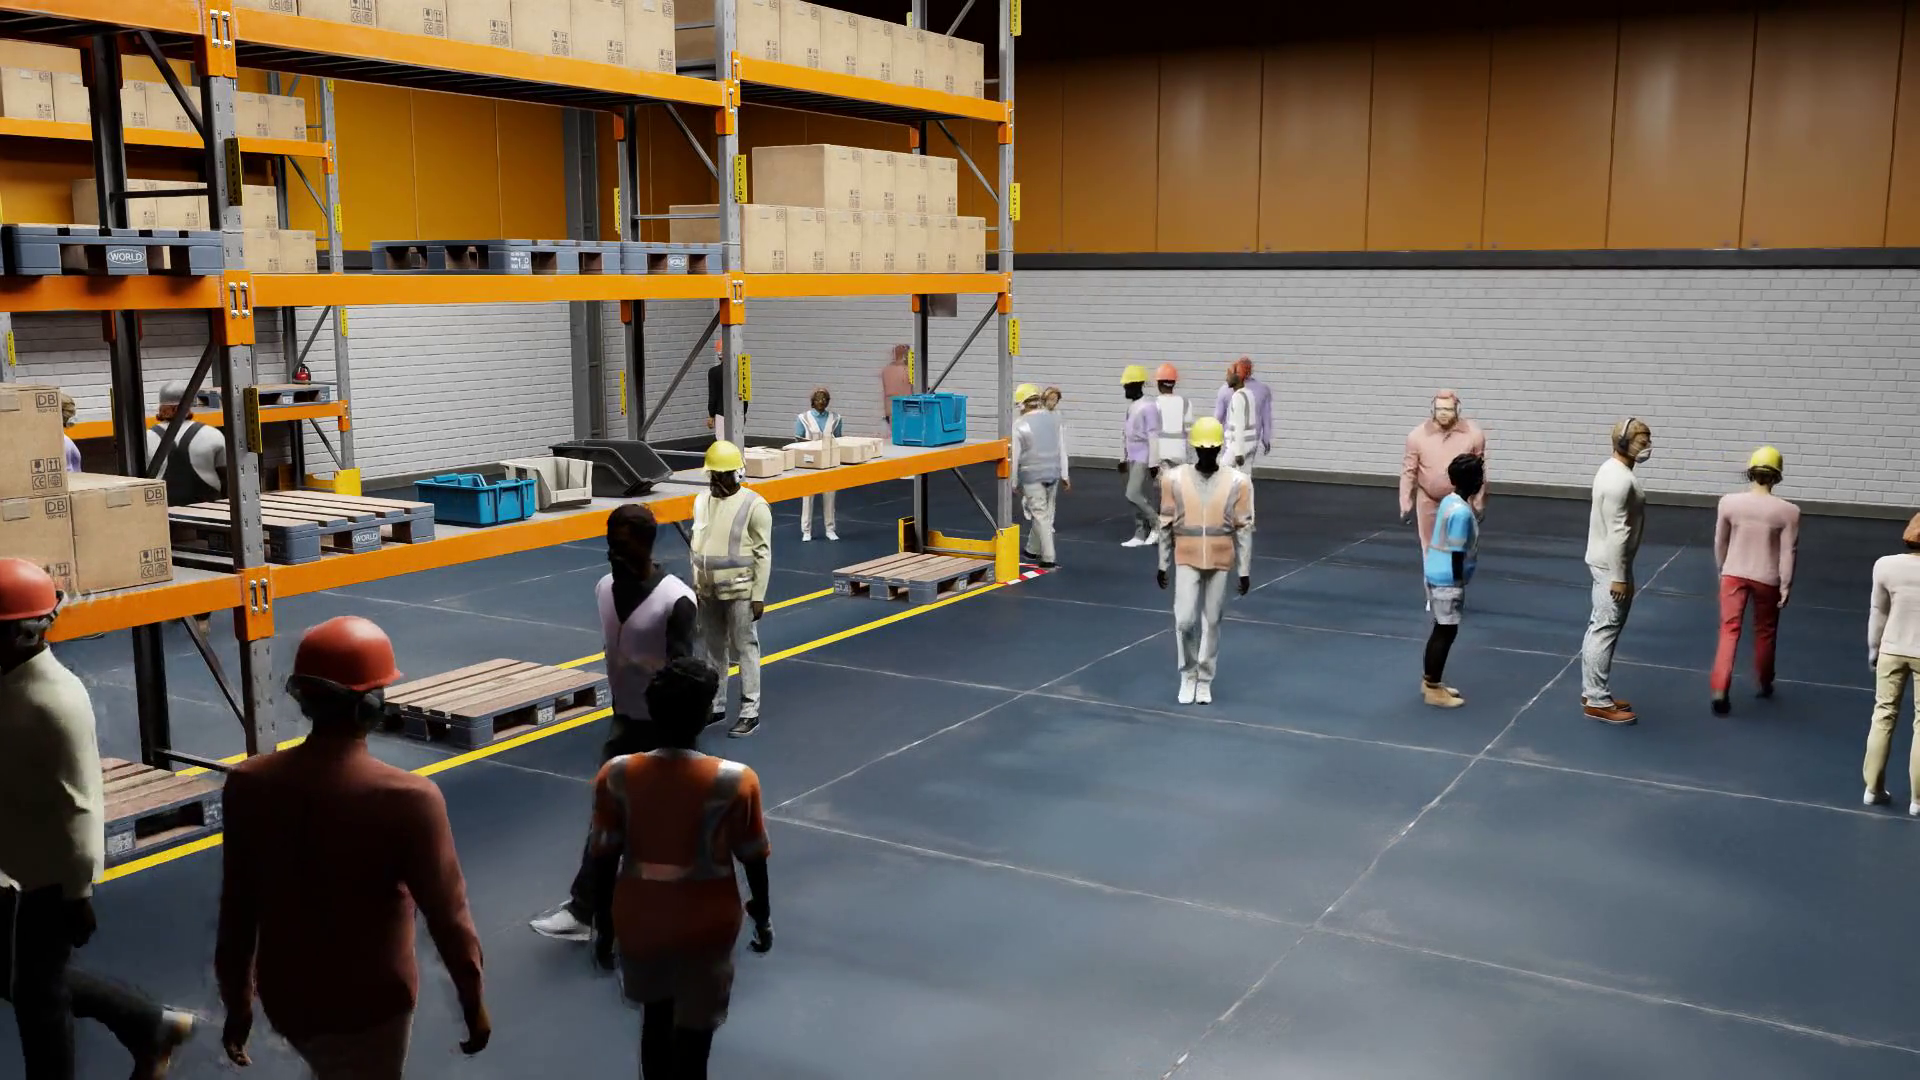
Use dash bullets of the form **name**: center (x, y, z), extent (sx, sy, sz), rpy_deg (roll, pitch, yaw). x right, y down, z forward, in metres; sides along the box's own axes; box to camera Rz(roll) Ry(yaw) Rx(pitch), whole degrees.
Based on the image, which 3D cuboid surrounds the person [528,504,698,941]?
- **person**: center (-1.384, 0.778, 7.096), extent (0.619, 1.863, 0.987), rpy_deg (7, 12, 37)

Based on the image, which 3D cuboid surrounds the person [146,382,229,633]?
- **person**: center (-6.178, -0.298, 13.280), extent (0.686, 2.000, 1.038), rpy_deg (-3, 10, -20)

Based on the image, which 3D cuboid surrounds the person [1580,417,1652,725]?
- **person**: center (4.166, 0.187, 10.577), extent (0.362, 1.936, 0.631), rpy_deg (3, 10, 19)

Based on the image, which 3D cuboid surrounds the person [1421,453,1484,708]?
- **person**: center (3.226, 0.264, 10.903), extent (0.346, 1.679, 0.536), rpy_deg (1, 9, 8)

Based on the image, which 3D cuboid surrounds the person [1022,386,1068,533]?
- **person**: center (0.910, -0.910, 18.417), extent (0.527, 1.610, 0.622), rpy_deg (-3, 9, -16)

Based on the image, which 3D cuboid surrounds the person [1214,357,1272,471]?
- **person**: center (3.252, -1.200, 19.456), extent (0.673, 1.855, 0.960), rpy_deg (-2, 9, -11)

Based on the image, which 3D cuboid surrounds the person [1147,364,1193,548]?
- **person**: center (2.115, -0.902, 17.511), extent (0.569, 1.888, 0.957), rpy_deg (-3, 10, -19)

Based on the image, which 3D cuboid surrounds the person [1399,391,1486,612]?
- **person**: center (3.954, -0.278, 13.672), extent (0.681, 1.864, 0.927), rpy_deg (3, 10, 18)

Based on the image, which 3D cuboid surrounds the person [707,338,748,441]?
- **person**: center (-3.080, -1.680, 22.044), extent (0.612, 1.997, 0.375), rpy_deg (-8, 12, -42)

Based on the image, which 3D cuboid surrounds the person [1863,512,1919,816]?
- **person**: center (5.035, 0.633, 8.758), extent (0.270, 1.627, 0.502), rpy_deg (-8, 12, -39)

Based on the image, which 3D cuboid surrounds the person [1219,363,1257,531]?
- **person**: center (2.997, -1.019, 18.323), extent (0.655, 1.860, 0.580), rpy_deg (5, 10, 26)

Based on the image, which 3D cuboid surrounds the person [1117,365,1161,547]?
- **person**: center (1.838, -0.856, 17.181), extent (0.442, 1.911, 0.599), rpy_deg (-2, 9, -14)

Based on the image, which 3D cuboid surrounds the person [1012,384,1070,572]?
- **person**: center (0.687, -0.603, 16.023), extent (0.636, 1.772, 0.851), rpy_deg (-7, 11, -36)

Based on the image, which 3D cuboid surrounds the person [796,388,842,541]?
- **person**: center (-1.489, -0.796, 17.672), extent (0.515, 1.629, 0.325), rpy_deg (-3, 10, -20)

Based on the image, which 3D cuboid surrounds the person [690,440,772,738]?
- **person**: center (-1.437, 0.296, 10.234), extent (0.587, 1.830, 0.403), rpy_deg (6, 11, 31)

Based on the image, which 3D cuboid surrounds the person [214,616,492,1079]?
- **person**: center (-1.537, 1.157, 4.429), extent (0.662, 1.955, 0.920), rpy_deg (3, 9, 15)

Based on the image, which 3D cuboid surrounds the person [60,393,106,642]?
- **person**: center (-6.962, -0.181, 12.887), extent (0.371, 1.935, 0.627), rpy_deg (-9, 13, -44)

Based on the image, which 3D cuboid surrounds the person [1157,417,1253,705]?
- **person**: center (1.599, 0.151, 10.871), extent (0.618, 1.907, 0.534), rpy_deg (1, 9, 7)

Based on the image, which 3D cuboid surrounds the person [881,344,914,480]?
- **person**: center (-0.843, -1.741, 22.768), extent (0.648, 1.884, 0.656), rpy_deg (-7, 12, -39)

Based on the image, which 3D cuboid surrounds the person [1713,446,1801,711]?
- **person**: center (5.184, 0.245, 10.886), extent (0.523, 1.723, 0.926), rpy_deg (6, 11, 35)

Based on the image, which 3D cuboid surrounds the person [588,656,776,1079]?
- **person**: center (-0.834, 1.180, 5.180), extent (0.550, 1.667, 0.699), rpy_deg (2, 9, 12)

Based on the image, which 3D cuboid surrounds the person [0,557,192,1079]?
- **person**: center (-2.859, 1.015, 5.272), extent (0.650, 1.981, 0.628), rpy_deg (-9, 13, -43)
